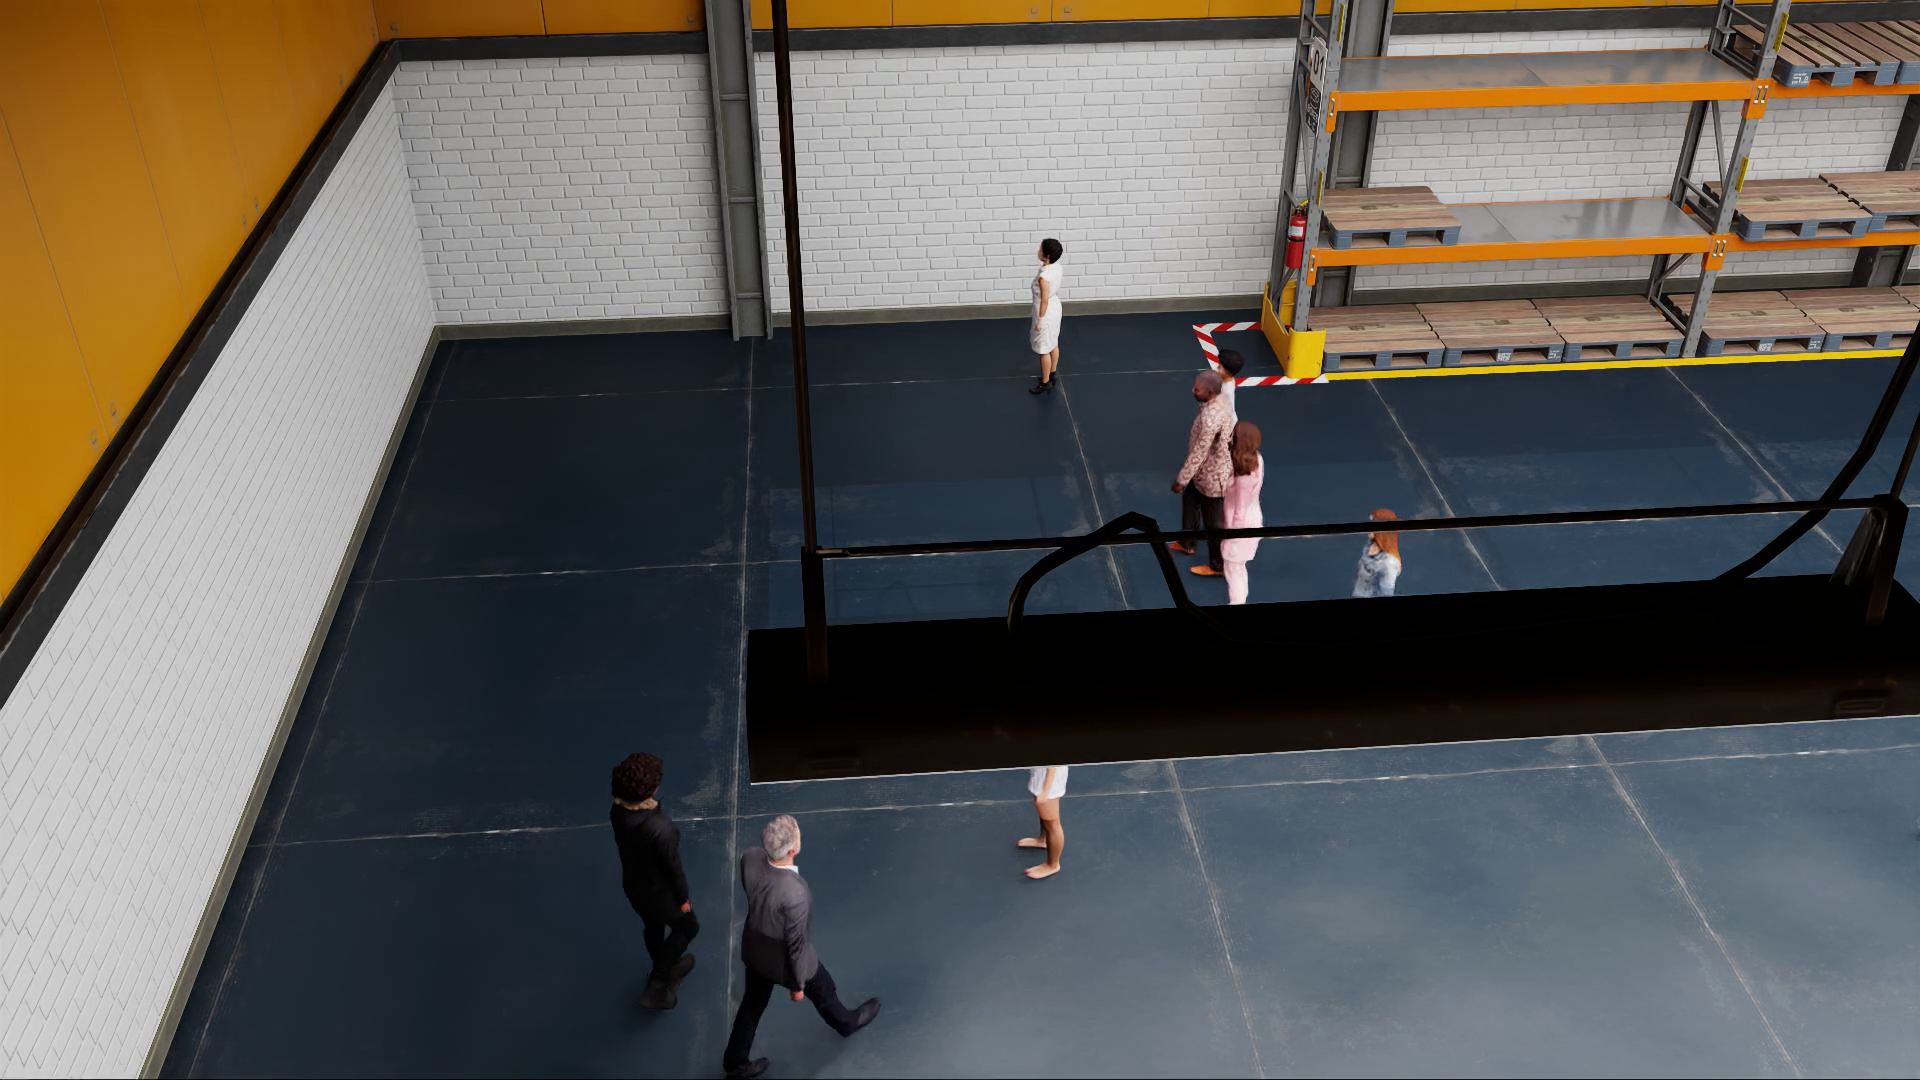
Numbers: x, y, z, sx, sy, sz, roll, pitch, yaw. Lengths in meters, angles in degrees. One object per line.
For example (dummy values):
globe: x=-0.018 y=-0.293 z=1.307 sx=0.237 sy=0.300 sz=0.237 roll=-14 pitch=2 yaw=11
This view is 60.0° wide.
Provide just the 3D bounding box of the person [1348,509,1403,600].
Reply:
person: x=2.918 y=0.514 z=11.540 sx=0.960 sy=1.684 sz=0.632 roll=-4 pitch=34 yaw=-6

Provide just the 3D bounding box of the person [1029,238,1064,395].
person: x=0.819 y=-2.110 z=15.606 sx=0.656 sy=1.554 sz=0.640 roll=13 pitch=36 yaw=19

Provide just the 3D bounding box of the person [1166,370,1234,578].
person: x=2.038 y=-0.493 z=12.964 sx=0.966 sy=1.786 sz=0.851 roll=8 pitch=34 yaw=12

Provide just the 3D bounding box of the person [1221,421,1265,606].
person: x=2.105 y=-0.077 z=12.326 sx=0.674 sy=1.798 sz=0.692 roll=9 pitch=35 yaw=14

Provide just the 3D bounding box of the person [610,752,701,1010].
person: x=-1.739 y=1.962 z=9.286 sx=0.875 sy=1.768 sz=0.924 roll=20 pitch=39 yaw=28

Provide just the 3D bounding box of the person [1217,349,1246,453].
person: x=2.282 y=-1.063 z=14.297 sx=0.552 sy=1.259 sz=0.543 roll=7 pitch=34 yaw=10

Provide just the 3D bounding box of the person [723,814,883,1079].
person: x=-1.019 y=2.242 z=8.848 sx=1.330 sy=1.786 sz=1.214 roll=-28 pitch=43 yaw=-35
